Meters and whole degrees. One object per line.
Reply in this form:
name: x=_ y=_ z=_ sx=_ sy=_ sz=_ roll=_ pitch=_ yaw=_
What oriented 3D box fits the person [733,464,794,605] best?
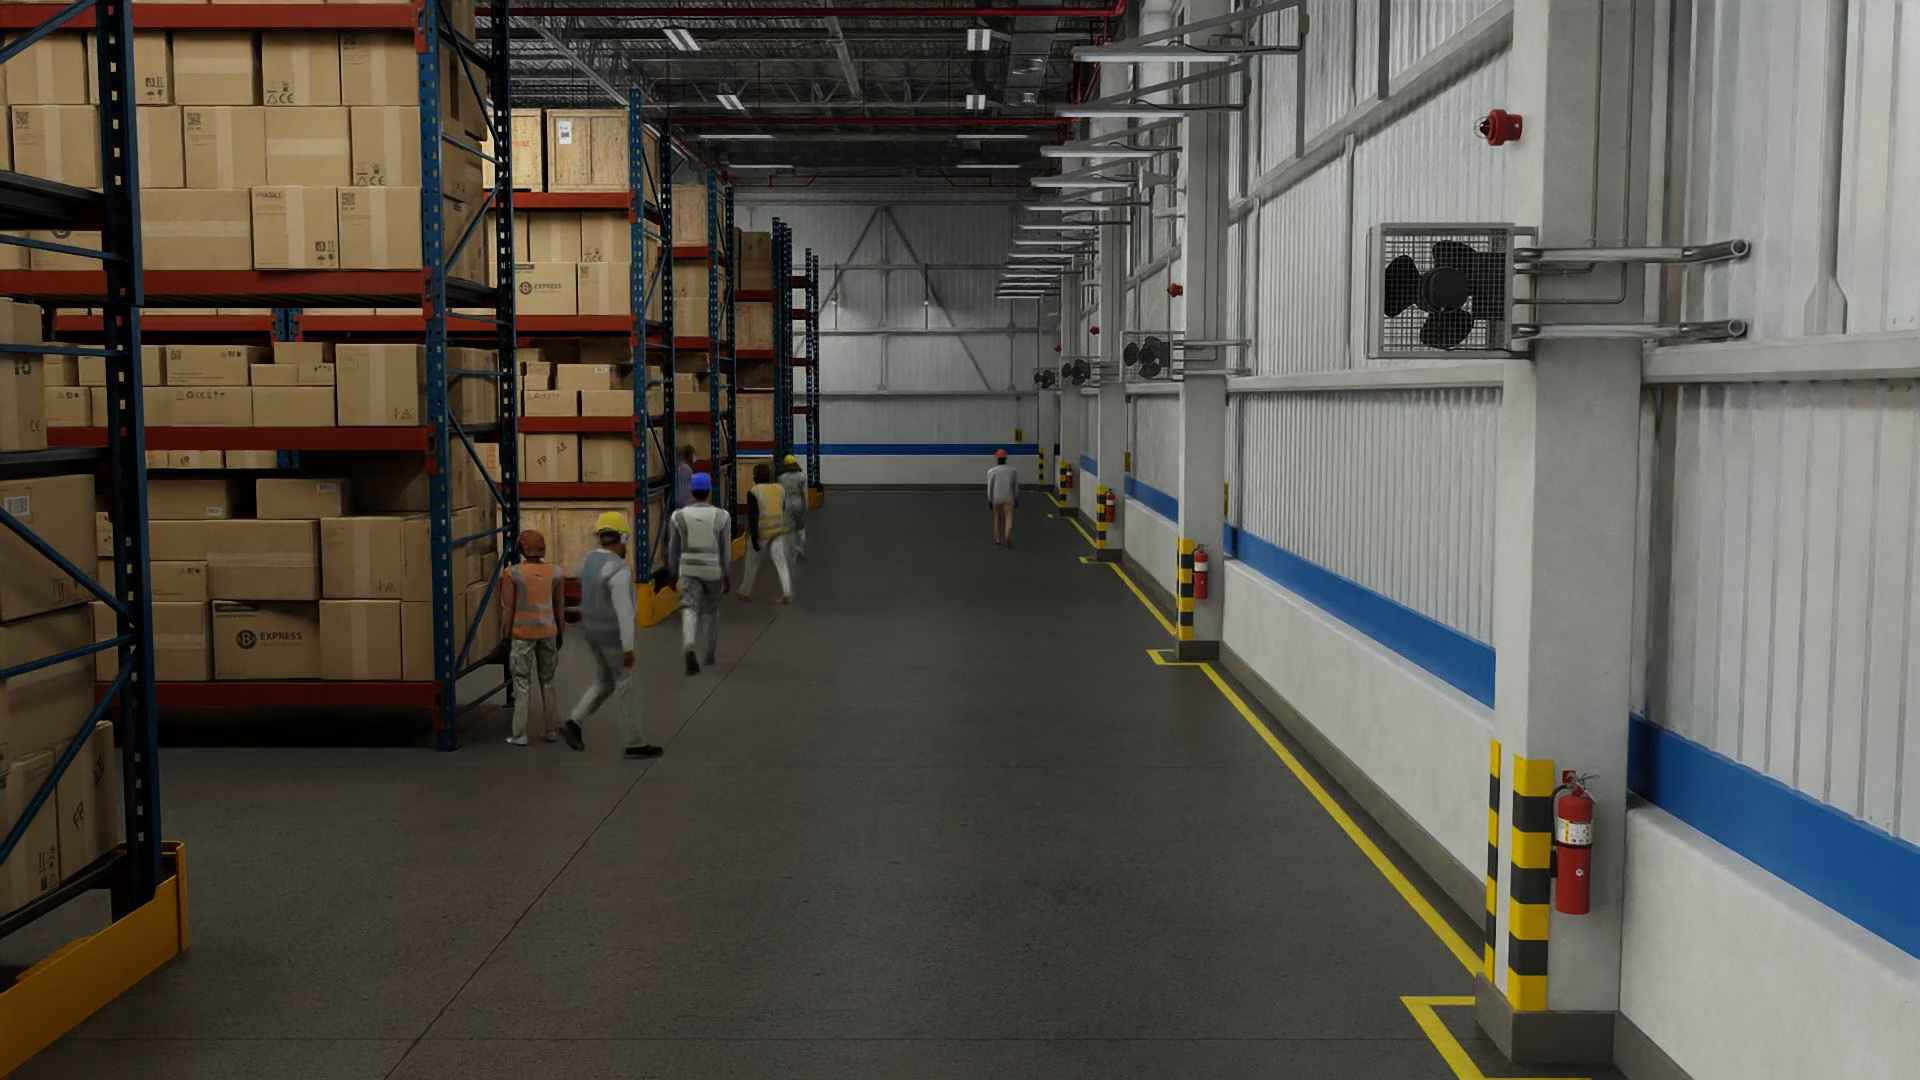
person: x=-2.474 y=-0.069 z=21.058 sx=0.622 sy=1.791 sz=1.004 roll=-5 pitch=7 yaw=-44

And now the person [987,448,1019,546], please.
person: x=0.749 y=-0.741 z=29.118 sx=0.575 sy=1.735 sz=0.606 roll=0 pitch=5 yaw=1

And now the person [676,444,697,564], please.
person: x=-4.086 y=-0.480 z=25.005 sx=0.436 sy=1.921 sz=0.642 roll=-1 pitch=5 yaw=-8

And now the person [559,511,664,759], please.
person: x=-2.540 y=0.695 z=11.987 sx=0.636 sy=1.806 sz=0.627 roll=-4 pitch=6 yaw=-38

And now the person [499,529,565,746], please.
person: x=-3.217 y=0.735 z=12.553 sx=0.525 sy=1.632 sz=0.312 roll=-4 pitch=7 yaw=-42

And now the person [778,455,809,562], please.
person: x=-2.655 y=-0.501 z=26.476 sx=0.488 sy=1.715 sz=0.534 roll=0 pitch=5 yaw=-5

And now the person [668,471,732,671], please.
person: x=-2.502 y=0.298 z=15.997 sx=0.615 sy=1.922 sz=0.872 roll=0 pitch=5 yaw=-4
